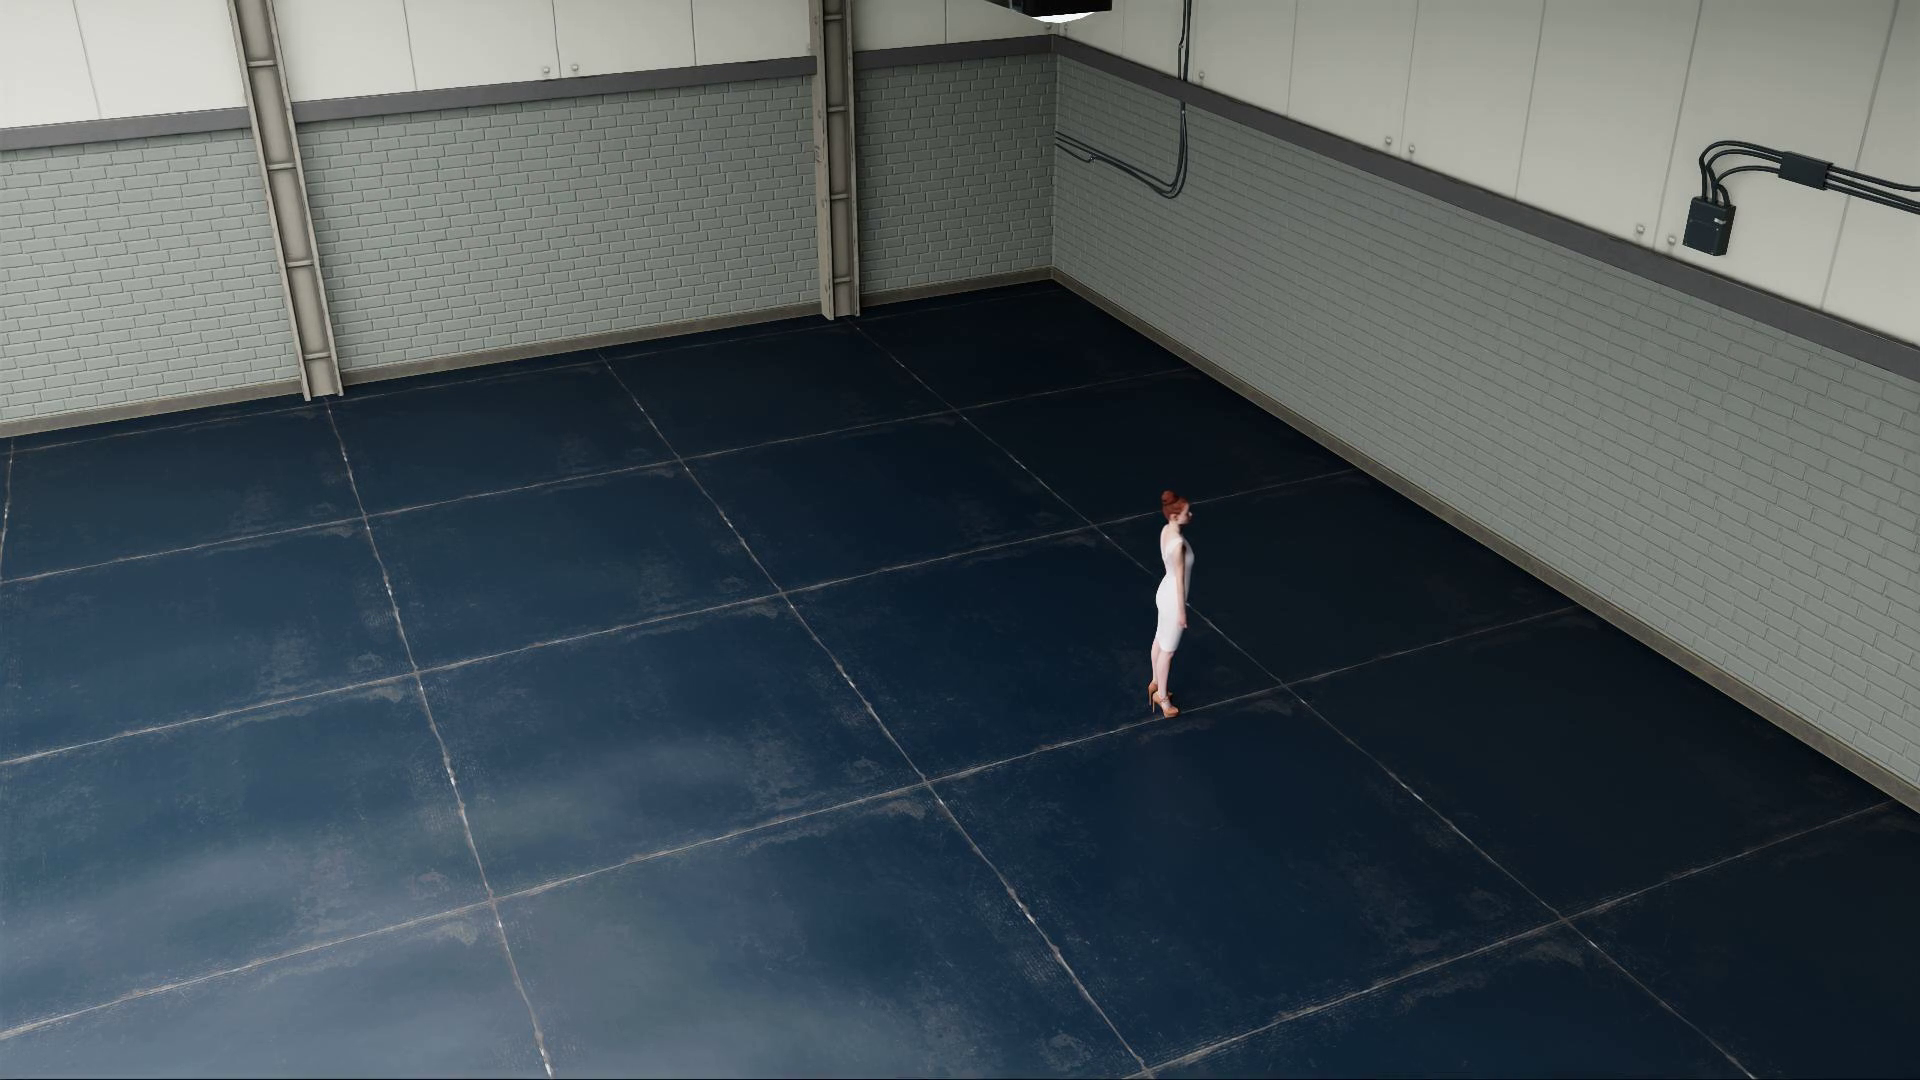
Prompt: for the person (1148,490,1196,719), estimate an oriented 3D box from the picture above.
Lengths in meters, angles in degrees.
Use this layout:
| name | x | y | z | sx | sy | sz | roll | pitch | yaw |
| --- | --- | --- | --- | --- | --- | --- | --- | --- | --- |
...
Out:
| name | x | y | z | sx | sy | sz | roll | pitch | yaw |
| --- | --- | --- | --- | --- | --- | --- | --- | --- | --- |
| person | 1.520 | 0.459 | 12.050 | 0.586 | 1.793 | 0.621 | -2 | 27 | -4 |
